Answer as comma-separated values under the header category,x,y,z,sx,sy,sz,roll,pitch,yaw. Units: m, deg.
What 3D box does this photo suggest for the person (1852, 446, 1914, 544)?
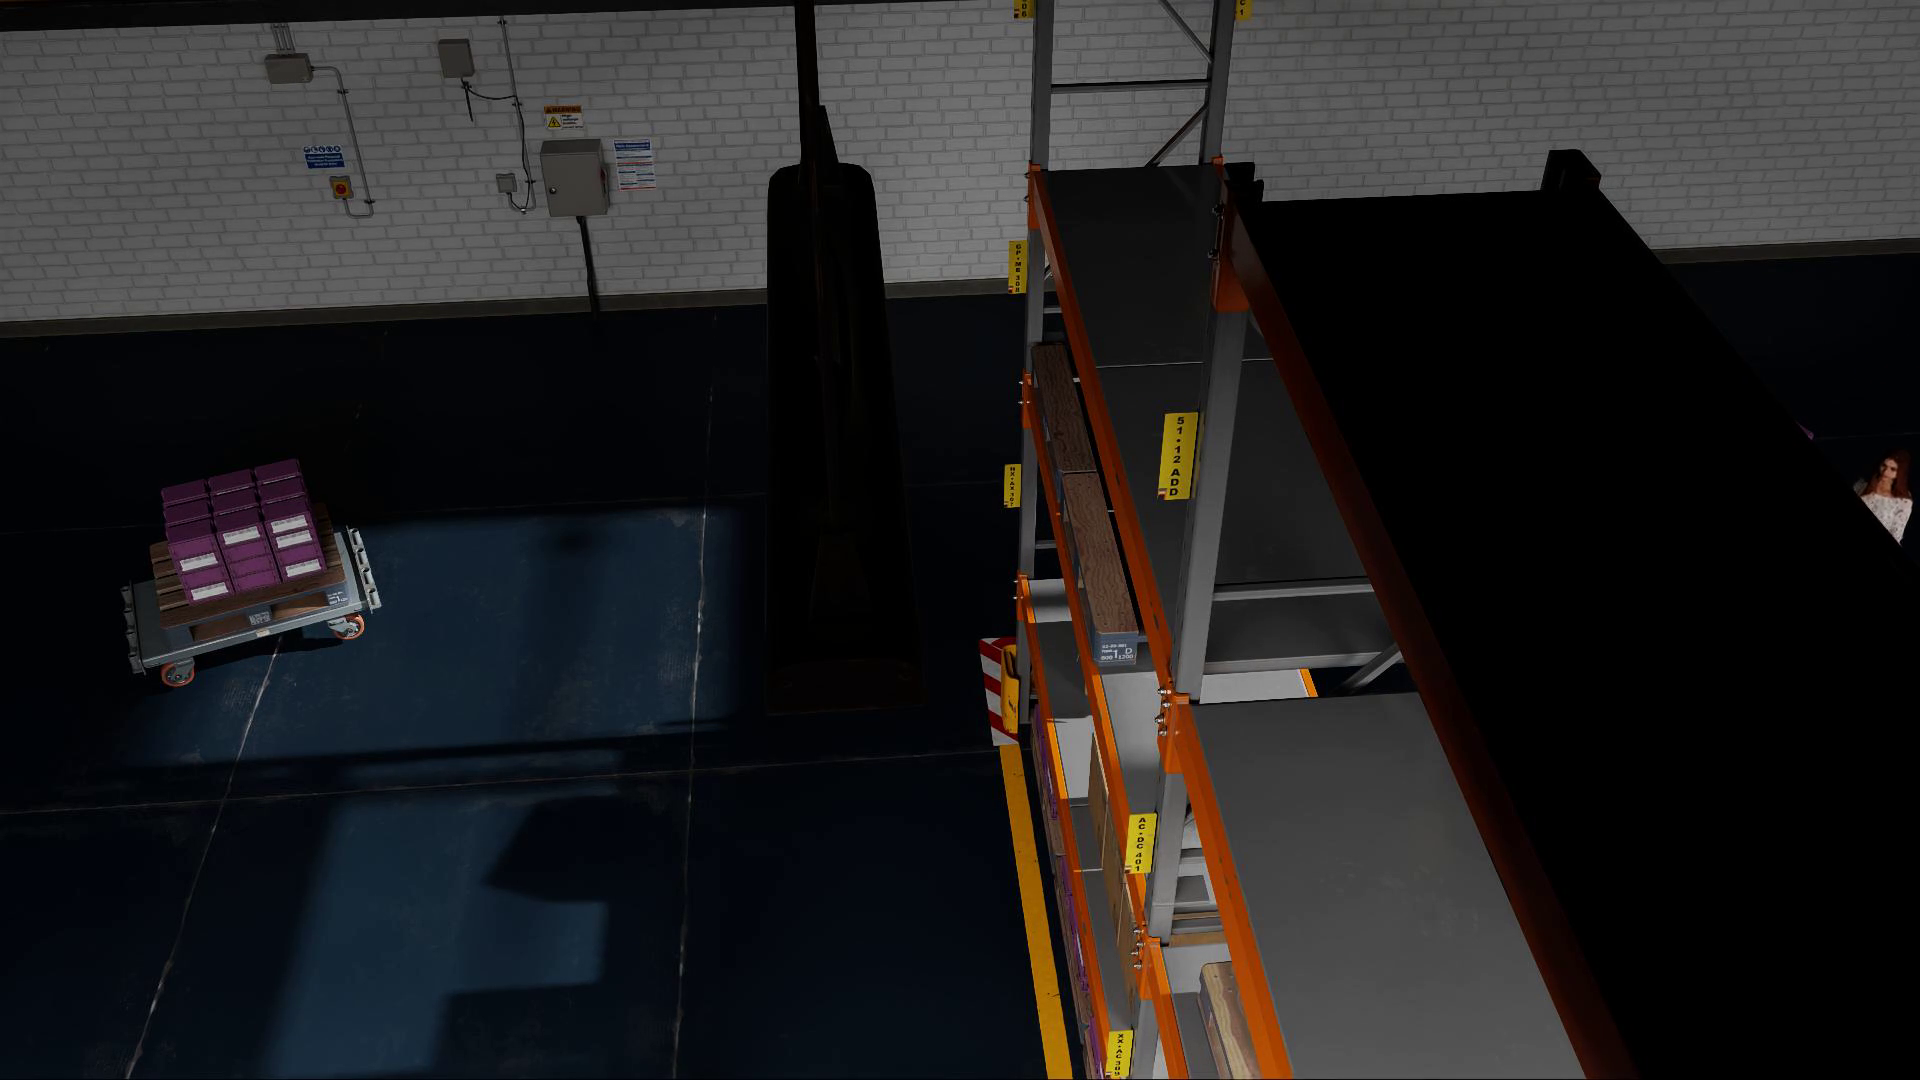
category,x,y,z,sx,sy,sz,roll,pitch,yaw
person,6.203,0.037,11.426,0.782,1.720,0.727,-25,45,-27
